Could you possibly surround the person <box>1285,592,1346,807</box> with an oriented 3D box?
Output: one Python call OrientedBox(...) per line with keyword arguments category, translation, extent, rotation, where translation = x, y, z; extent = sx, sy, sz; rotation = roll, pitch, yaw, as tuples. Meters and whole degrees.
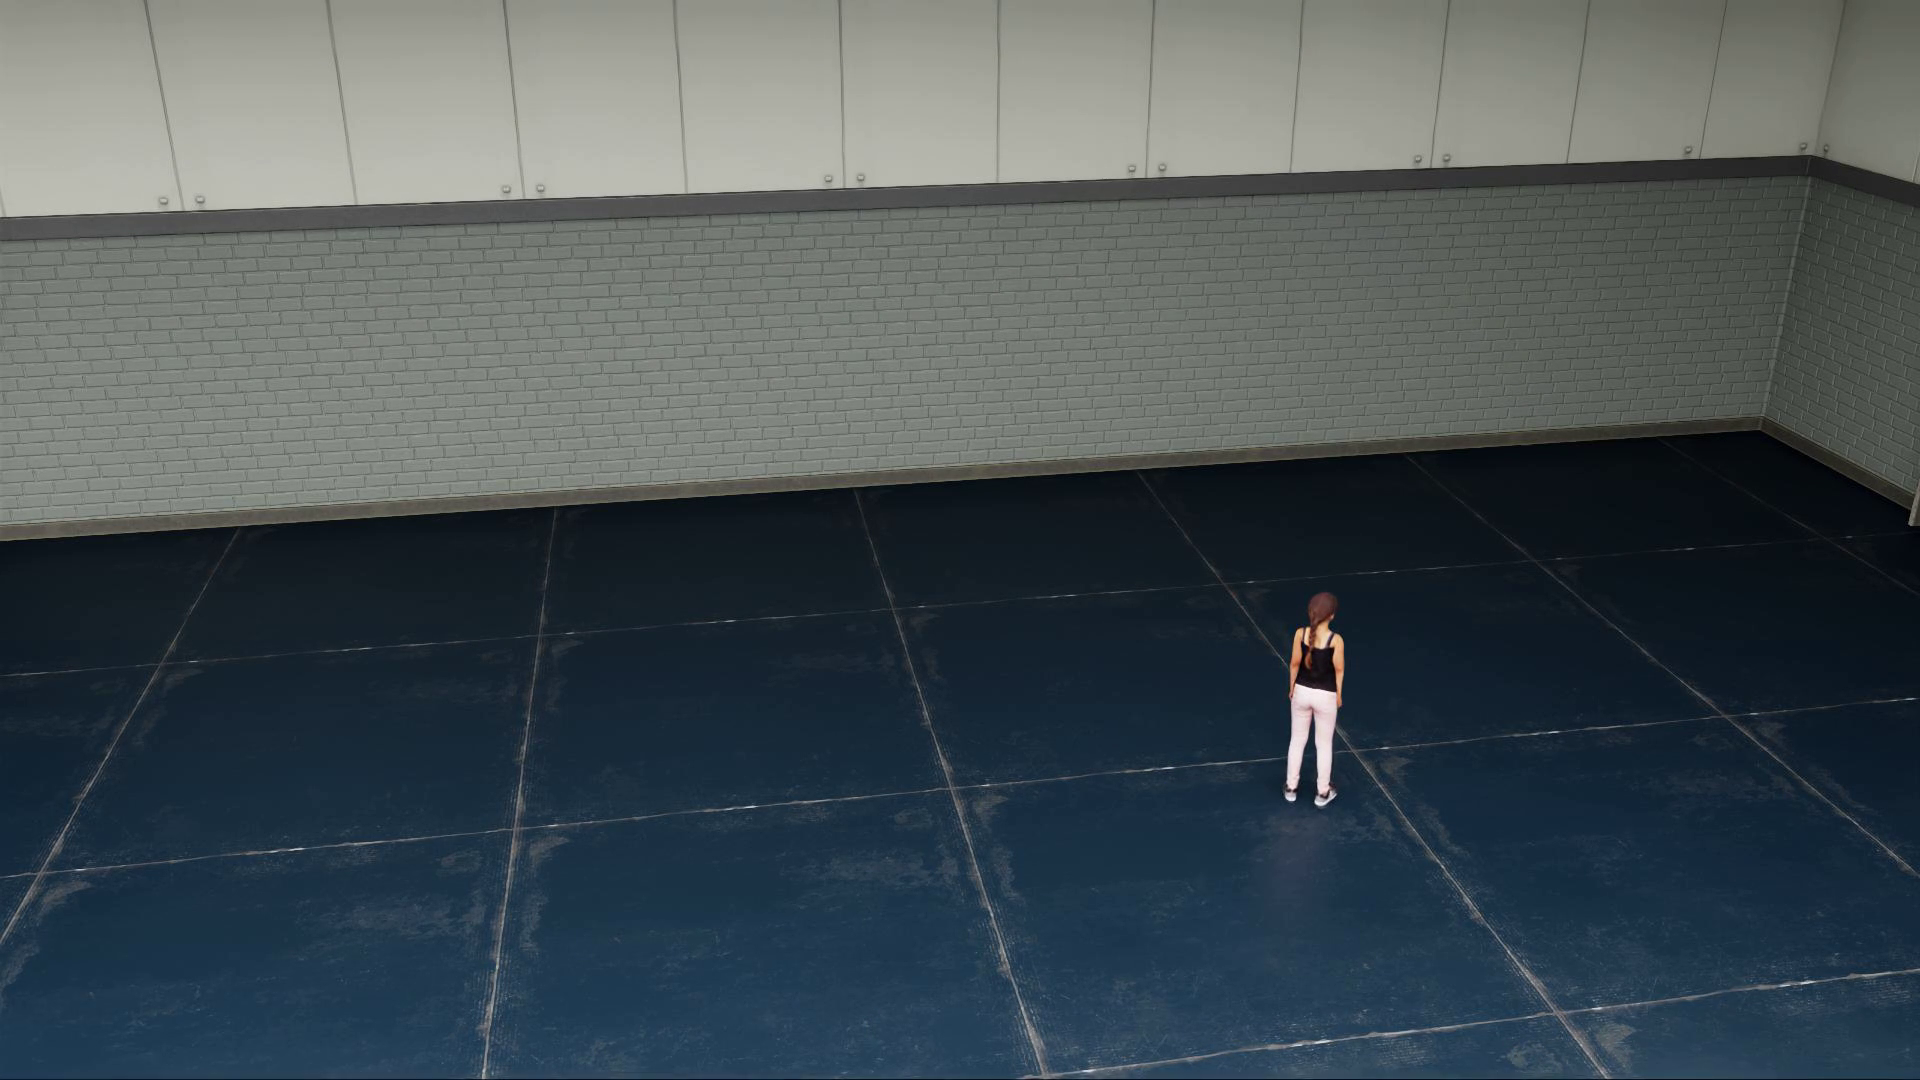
OrientedBox(category="person", translation=(2.421, 1.070, 11.348), extent=(0.619, 1.564, 0.657), rotation=(11, 25, 23))
